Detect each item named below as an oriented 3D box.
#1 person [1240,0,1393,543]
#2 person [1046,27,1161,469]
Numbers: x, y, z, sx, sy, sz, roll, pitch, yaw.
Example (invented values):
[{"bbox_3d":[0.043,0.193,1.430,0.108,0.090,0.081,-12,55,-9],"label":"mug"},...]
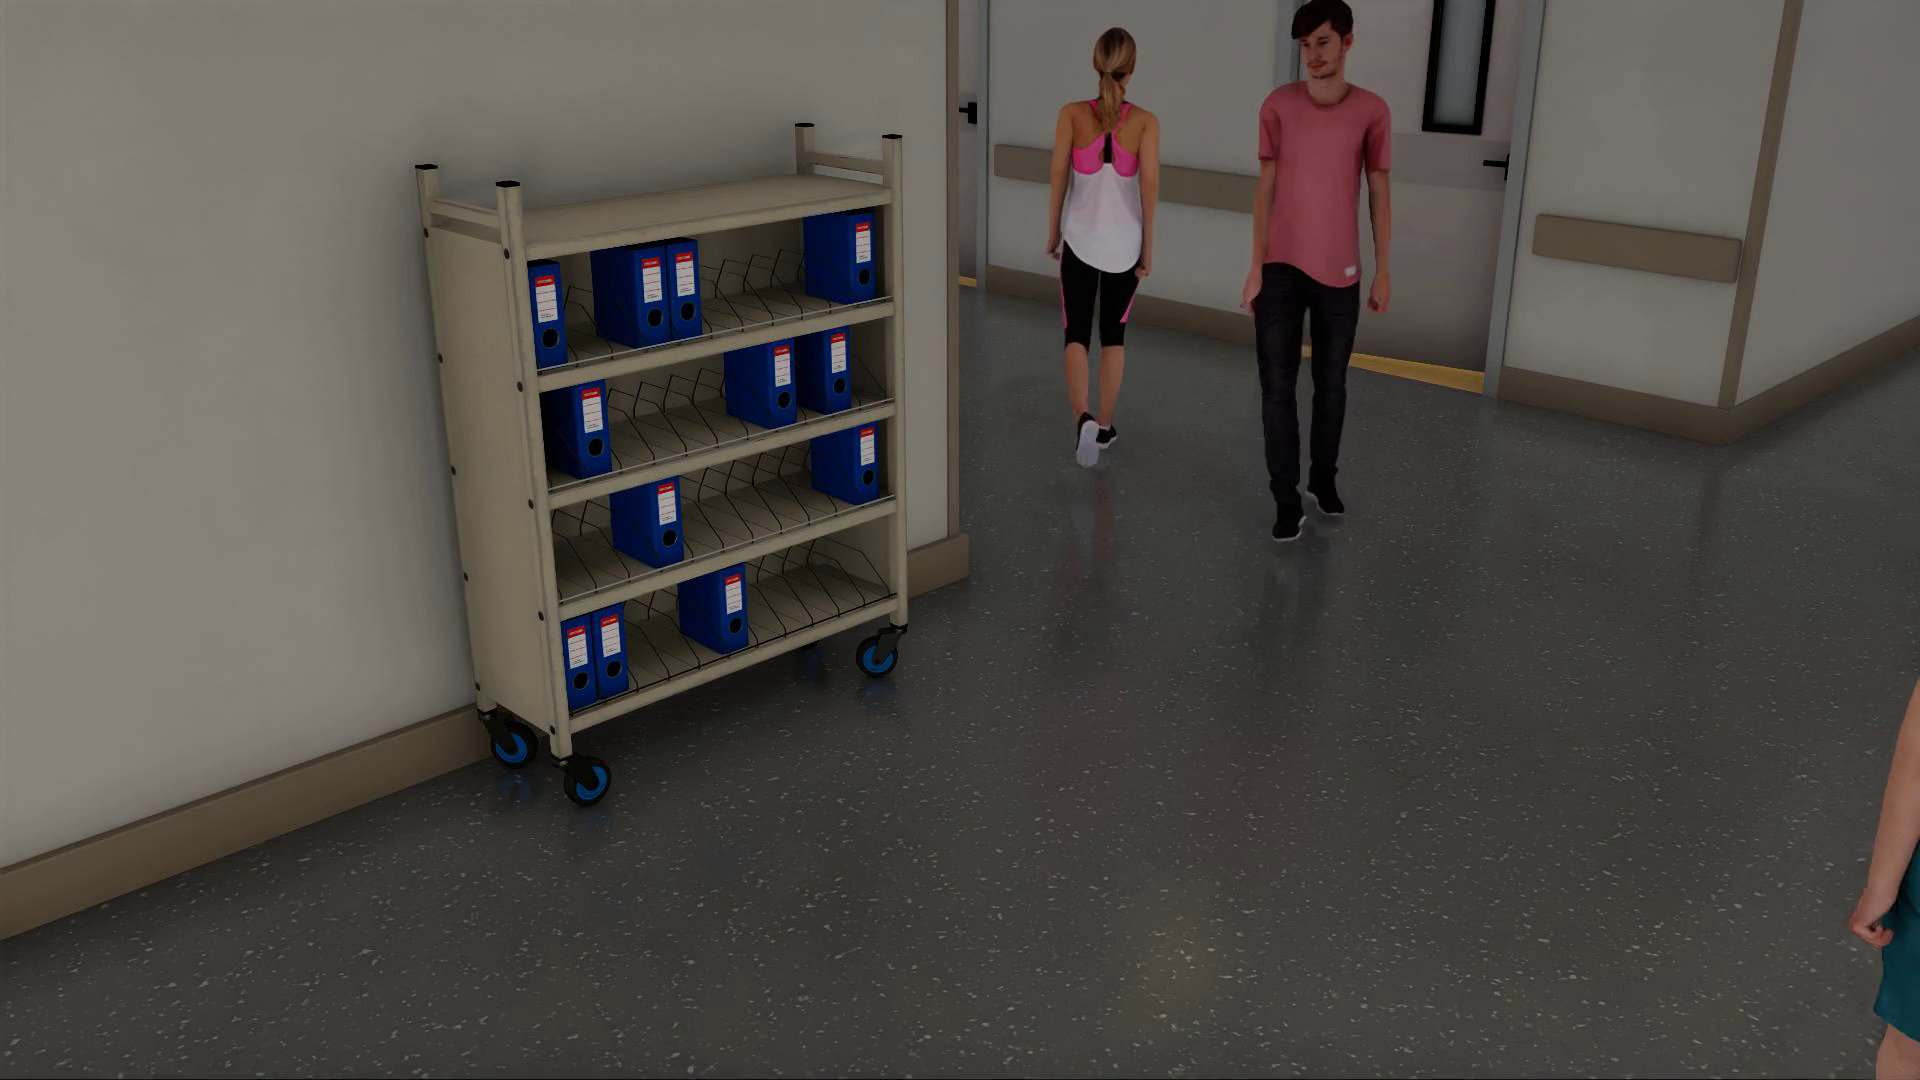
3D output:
[{"bbox_3d":[1.273,-0.983,6.130,0.986,1.924,1.084,1,21,3],"label":"person"},{"bbox_3d":[0.558,-1.138,6.768,1.013,1.761,1.134,2,21,6],"label":"person"}]
